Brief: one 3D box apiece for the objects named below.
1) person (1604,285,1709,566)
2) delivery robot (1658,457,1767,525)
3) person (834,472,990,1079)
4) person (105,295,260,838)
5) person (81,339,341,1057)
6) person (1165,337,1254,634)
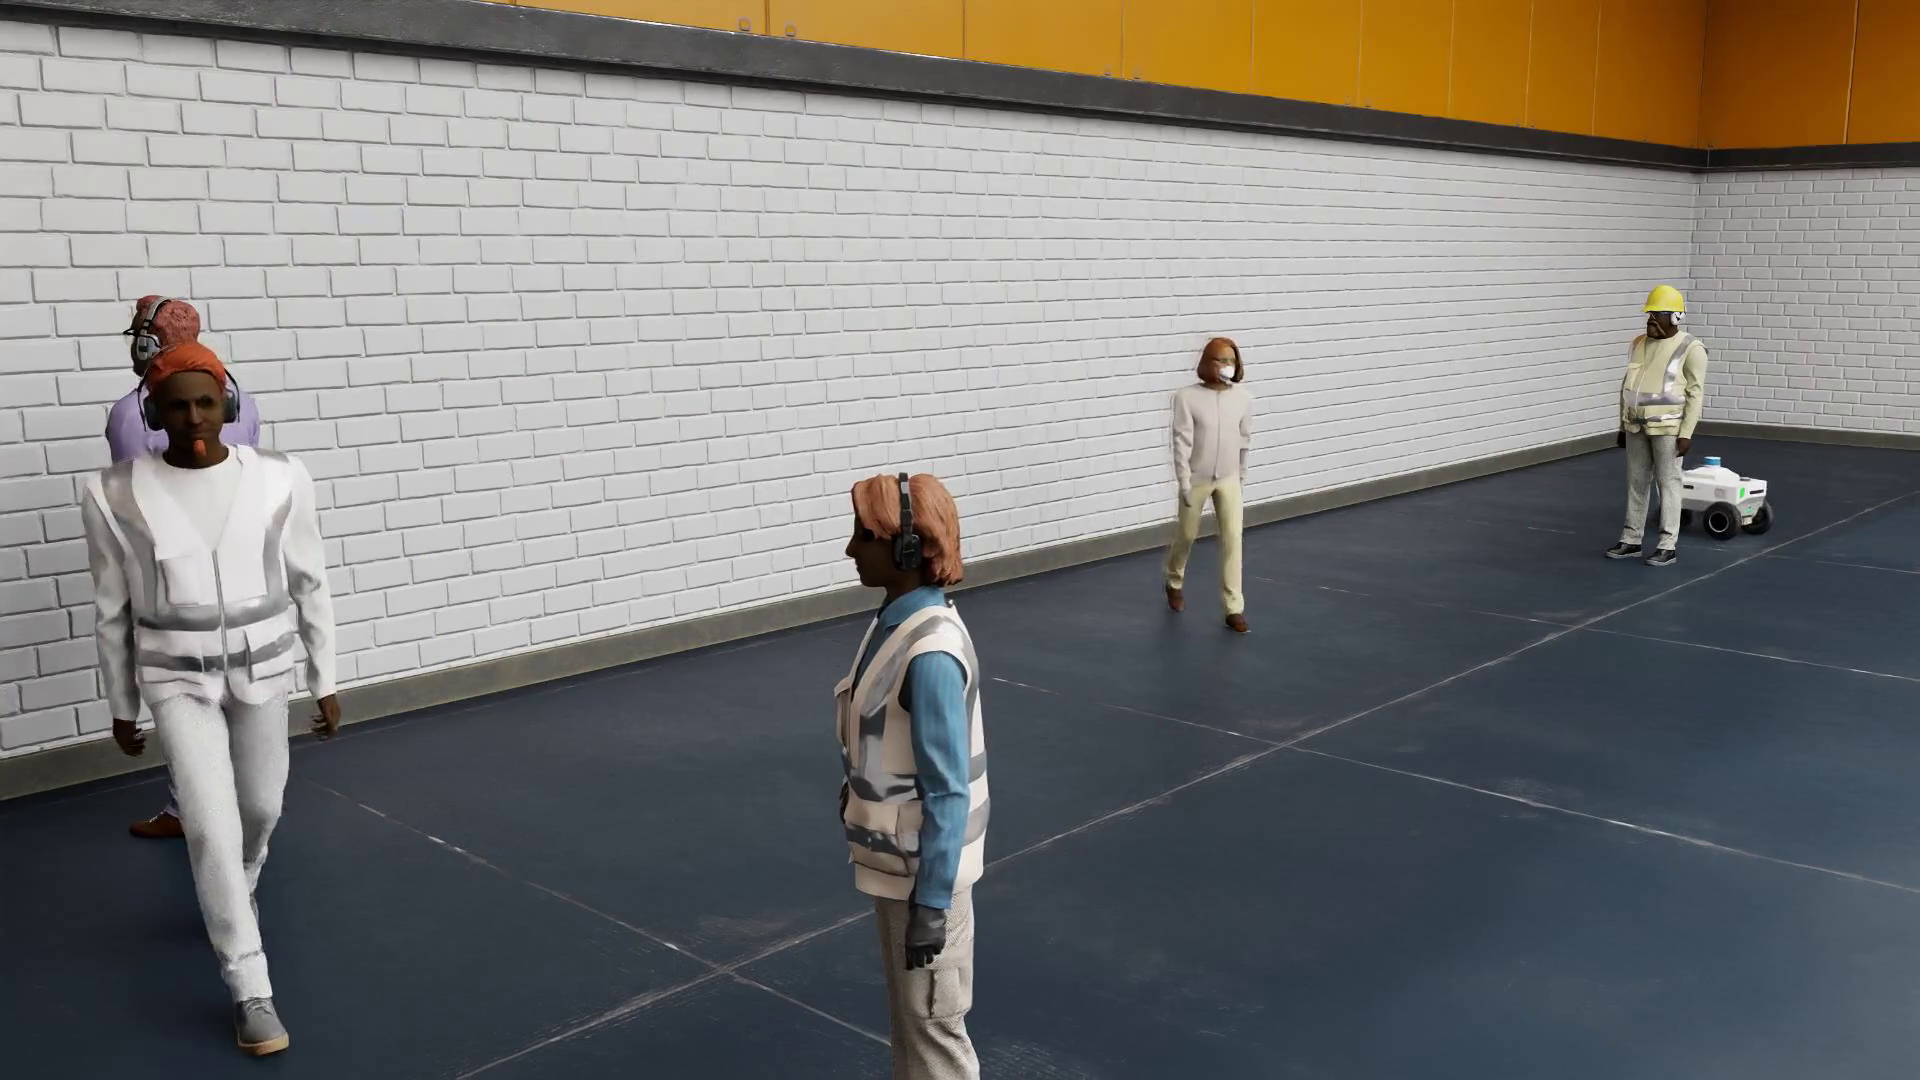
[{"bbox_3d":[4.576,-0.752,10.955,0.404,1.833,0.588,-6,11,-29],"label":"person"},{"bbox_3d":[5.462,-0.362,12.103,0.477,0.478,0.707,-7,12,-33],"label":"delivery robot"},{"bbox_3d":[-0.095,0.674,3.387,0.307,1.639,0.525,-2,10,-11],"label":"person"},{"bbox_3d":[-2.761,0.097,5.901,0.407,1.913,0.641,2,10,14],"label":"person"},{"bbox_3d":[-2.036,0.369,4.537,0.586,1.850,0.934,-7,12,-33],"label":"person"},{"bbox_3d":[1.374,-0.336,9.242,0.492,1.599,0.830,-2,10,-12],"label":"person"}]
